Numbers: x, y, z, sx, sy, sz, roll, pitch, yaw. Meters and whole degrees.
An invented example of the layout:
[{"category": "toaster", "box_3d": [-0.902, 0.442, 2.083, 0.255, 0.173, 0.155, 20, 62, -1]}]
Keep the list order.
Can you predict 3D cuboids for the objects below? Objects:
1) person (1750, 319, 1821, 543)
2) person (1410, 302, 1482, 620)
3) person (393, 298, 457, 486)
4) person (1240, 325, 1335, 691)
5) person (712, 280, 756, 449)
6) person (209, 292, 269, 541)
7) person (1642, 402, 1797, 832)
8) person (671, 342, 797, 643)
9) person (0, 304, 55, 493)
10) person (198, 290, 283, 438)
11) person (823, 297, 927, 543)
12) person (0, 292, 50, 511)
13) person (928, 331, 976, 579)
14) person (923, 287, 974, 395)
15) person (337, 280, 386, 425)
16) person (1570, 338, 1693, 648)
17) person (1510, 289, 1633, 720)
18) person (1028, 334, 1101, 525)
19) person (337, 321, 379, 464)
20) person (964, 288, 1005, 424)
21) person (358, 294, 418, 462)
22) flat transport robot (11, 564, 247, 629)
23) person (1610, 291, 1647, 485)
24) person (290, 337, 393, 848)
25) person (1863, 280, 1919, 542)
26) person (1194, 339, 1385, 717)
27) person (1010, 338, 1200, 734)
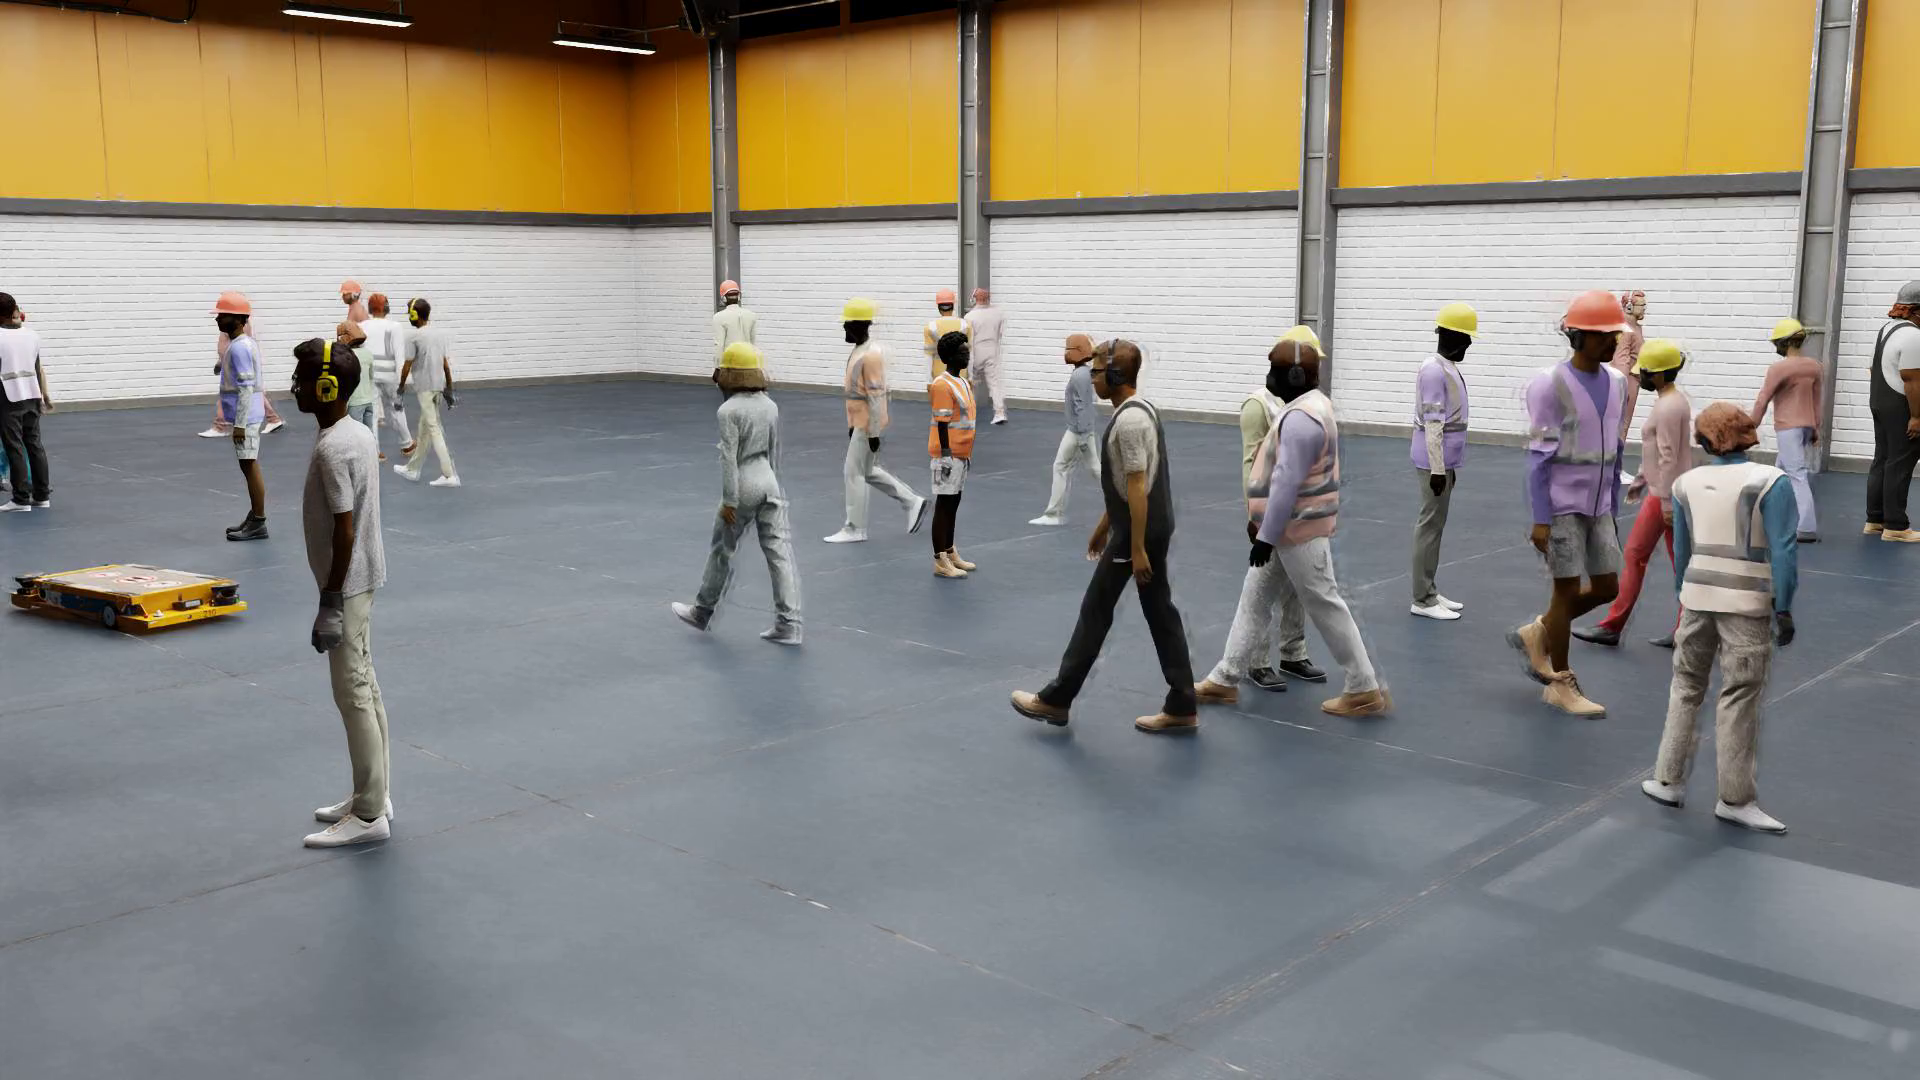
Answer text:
[{"category": "person", "box_3d": [6.443, -0.865, 13.065, 0.548, 1.713, 0.853, -5, 11, -28]}, {"category": "person", "box_3d": [2.950, -0.483, 10.153, 0.381, 1.917, 0.586, 4, 10, 21]}, {"category": "person", "box_3d": [-5.314, -1.441, 16.284, 0.940, 1.825, 0.540, 4, 10, 23]}, {"category": "person", "box_3d": [1.682, -0.164, 8.441, 0.586, 1.837, 0.404, -7, 11, -35]}, {"category": "person", "box_3d": [-2.664, -2.051, 19.560, 0.402, 1.985, 0.613, 9, 13, 44]}, {"category": "person", "box_3d": [-5.634, -0.965, 13.030, 0.348, 1.942, 0.546, -4, 10, -22]}, {"category": "person", "box_3d": [2.971, 0.286, 6.389, 0.326, 1.610, 0.610, -4, 10, -25]}, {"category": "person", "box_3d": [-1.273, -0.273, 9.506, 0.872, 1.694, 0.506, 7, 11, 35]}, {"category": "person", "box_3d": [-8.853, -1.326, 15.603, 0.440, 1.820, 0.598, 1, 9, 8]}, {"category": "person", "box_3d": [-9.160, -2.243, 21.146, 1.025, 1.860, 0.633, -5, 11, -30]}, {"category": "person", "box_3d": [-0.662, -0.928, 12.909, 0.765, 1.908, 0.588, -2, 9, -10]}, {"category": "person", "box_3d": [-8.270, -1.203, 14.561, 0.393, 1.919, 0.590, 2, 10, 14]}, {"category": "person", "box_3d": [-0.049, -0.590, 11.482, 0.319, 1.697, 0.532, 2, 10, 14]}, {"category": "person", "box_3d": [-0.118, -1.814, 18.313, 0.570, 1.921, 0.686, -1, 9, -5]}, {"category": "person", "box_3d": [-8.199, -2.488, 22.292, 0.943, 1.956, 0.652, -5, 10, -27]}, {"category": "person", "box_3d": [3.809, -0.249, 9.258, 0.742, 1.729, 0.553, 6, 11, 33]}, {"category": "person", "box_3d": [2.907, -0.179, 7.966, 0.619, 2.029, 0.584, -5, 10, -27]}, {"category": "person", "box_3d": [1.025, -0.899, 13.685, 0.846, 1.599, 0.506, 2, 10, 15]}, {"category": "person", "box_3d": [-5.730, -1.260, 15.783, 0.284, 1.633, 0.499, 2, 9, 12]}, {"category": "person", "box_3d": [0.292, -2.517, 22.835, 0.644, 1.857, 1.011, -6, 11, -30]}, {"category": "person", "box_3d": [-6.376, -1.799, 18.443, 0.613, 1.836, 0.959, 1, 9, 6]}, {"category": "flat transport robot", "box_3d": [-5.113, 0.328, 10.210, 1.431, 0.197, 0.652, 6, 11, 31]}, {"category": "person", "box_3d": [6.608, -1.506, 16.458, 0.405, 1.906, 0.653, 4, 10, 25]}, {"category": "person", "box_3d": [-2.297, 0.192, 6.148, 0.328, 1.875, 0.513, -2, 9, -12]}, {"category": "person", "box_3d": [7.433, -1.014, 13.031, 0.537, 2.000, 0.689, 1, 9, 9]}, {"category": "person", "box_3d": [1.580, -0.050, 7.892, 0.970, 1.802, 0.624, 1, 9, 8]}, {"category": "person", "box_3d": [0.681, -0.009, 7.593, 0.942, 1.795, 0.546, 3, 10, 18]}]
